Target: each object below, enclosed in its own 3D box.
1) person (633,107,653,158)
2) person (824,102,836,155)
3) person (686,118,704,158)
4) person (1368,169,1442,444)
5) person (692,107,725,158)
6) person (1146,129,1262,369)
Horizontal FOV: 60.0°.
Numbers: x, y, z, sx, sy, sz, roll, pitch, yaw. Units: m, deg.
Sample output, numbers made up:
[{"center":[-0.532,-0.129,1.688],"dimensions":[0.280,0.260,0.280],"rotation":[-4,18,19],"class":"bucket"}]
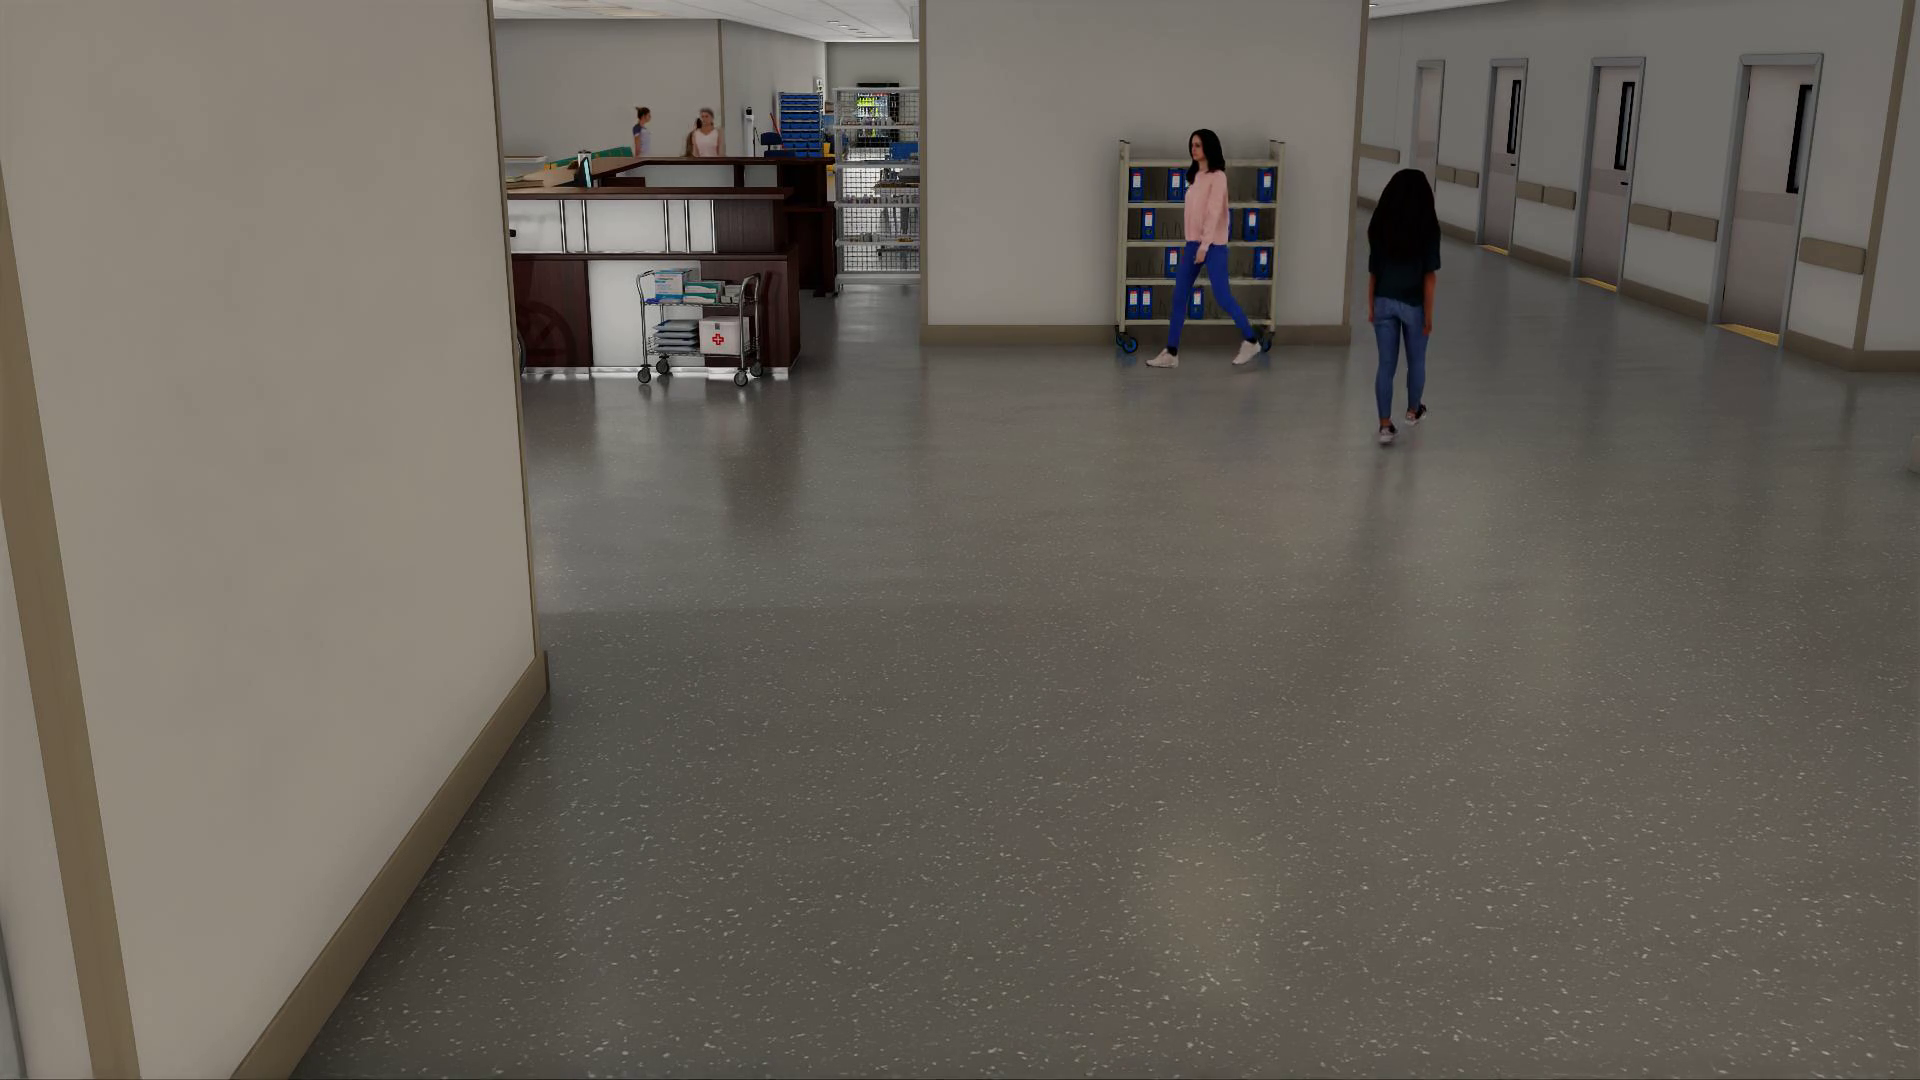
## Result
[{"center":[-5.103,-6.028,26.379],"dimensions":[0.756,1.611,0.622],"rotation":[1,16,3],"class":"person"},{"center":[-3.187,-9.953,40.586],"dimensions":[0.626,1.455,0.652],"rotation":[-6,17,-19],"class":"person"},{"center":[-4.270,-6.104,26.972],"dimensions":[0.729,1.434,0.858],"rotation":[-15,22,-42],"class":"person"},{"center":[2.594,-1.364,9.872],"dimensions":[0.968,1.591,0.916],"rotation":[8,18,26],"class":"person"},{"center":[-3.406,-5.068,22.829],"dimensions":[0.632,1.689,0.700],"rotation":[1,16,5],"class":"person"},{"center":[1.897,-2.100,12.229],"dimensions":[1.255,1.729,0.962],"rotation":[-7,17,-22],"class":"person"}]
